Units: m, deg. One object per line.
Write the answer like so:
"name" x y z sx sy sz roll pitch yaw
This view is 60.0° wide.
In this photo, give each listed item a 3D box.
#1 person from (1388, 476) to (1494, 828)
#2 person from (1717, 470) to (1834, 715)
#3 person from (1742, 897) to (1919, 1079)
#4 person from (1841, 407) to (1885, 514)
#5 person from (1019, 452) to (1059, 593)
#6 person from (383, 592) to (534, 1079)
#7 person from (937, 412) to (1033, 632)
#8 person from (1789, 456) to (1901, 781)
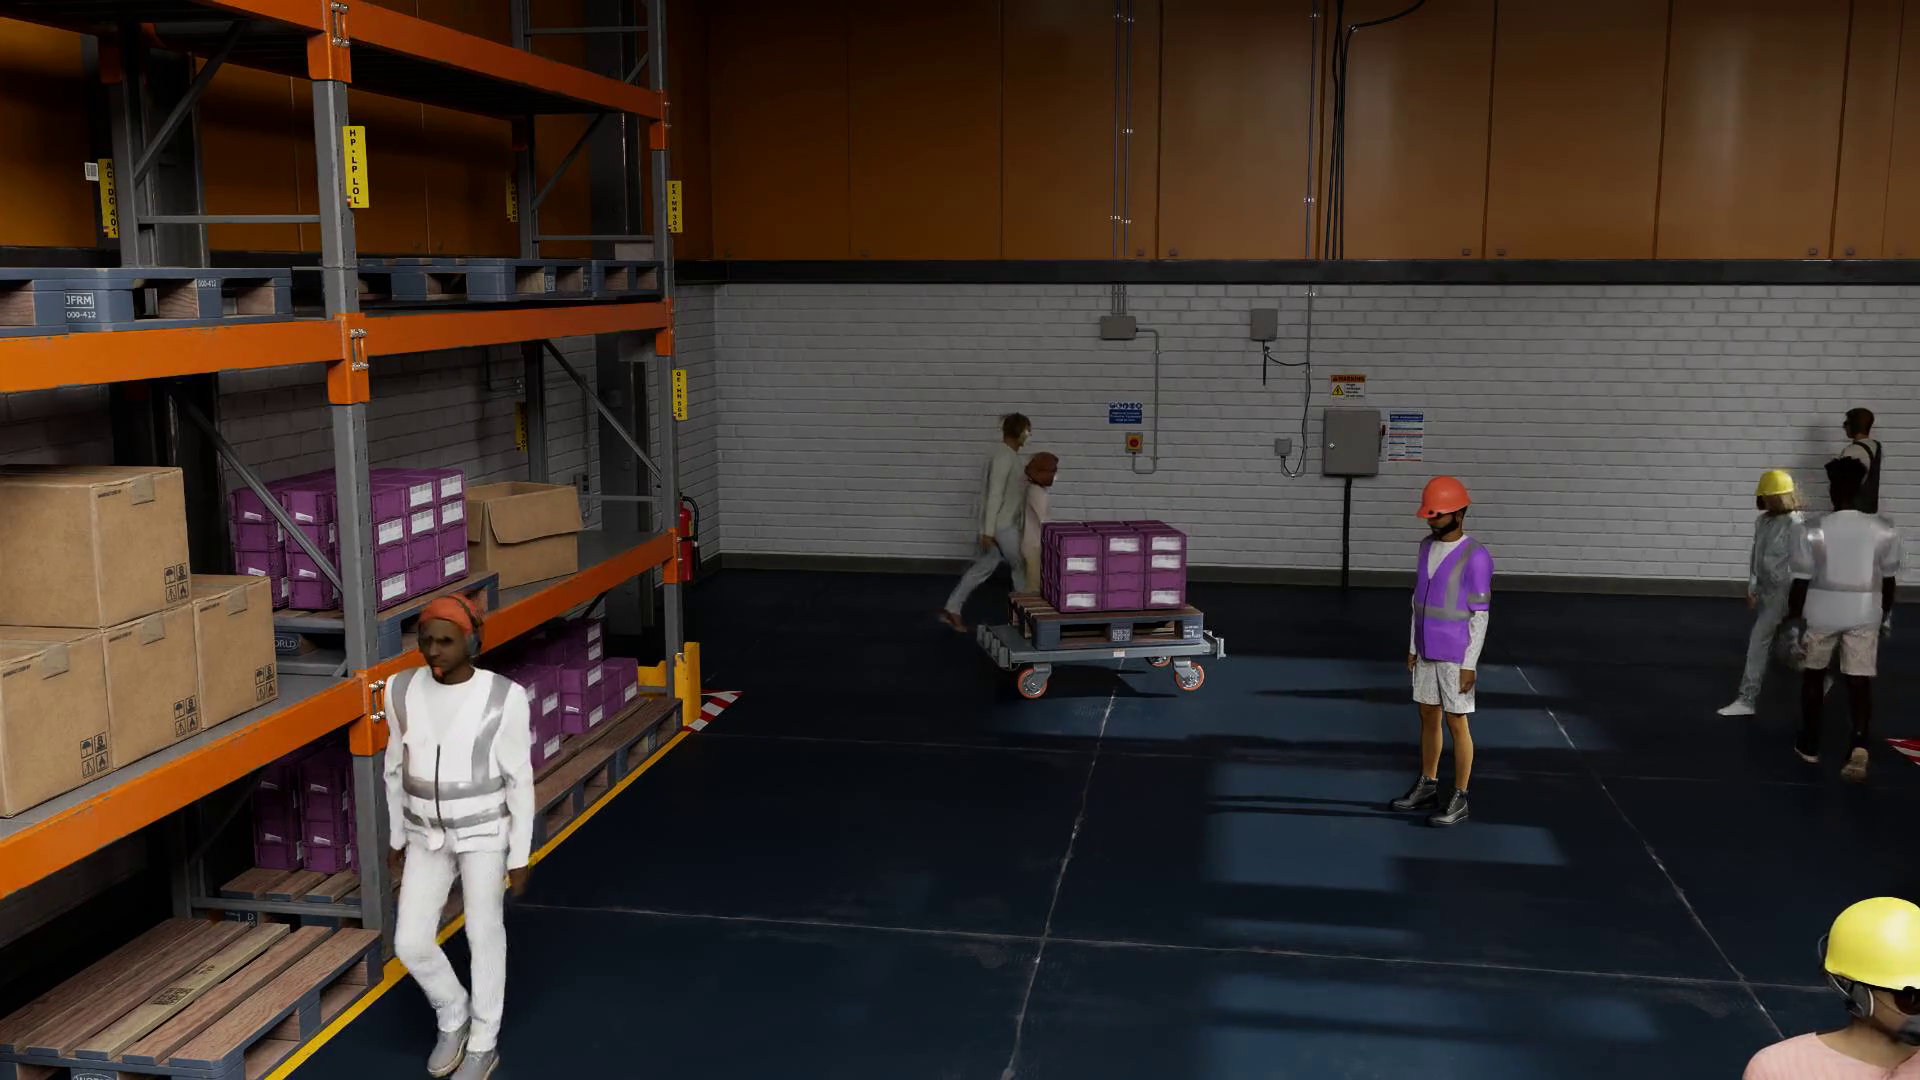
"person" 2.636 0.605 9.111 0.368 1.929 0.542 -4 10 -24
"person" 5.617 0.360 11.323 0.788 1.704 0.488 -1 9 -4
"person" 1.872 1.596 3.488 0.530 1.772 0.300 0 9 -2
"person" 7.851 -0.243 14.597 0.520 1.845 0.338 -5 11 -29
"person" 0.623 0.099 13.224 0.380 1.610 0.511 -1 9 -4
"person" -1.854 1.118 6.119 0.613 1.870 0.417 1 9 9
"person" 0.287 -0.130 13.841 1.030 1.886 0.640 0 9 3
"person" 5.303 0.461 9.986 0.615 1.937 0.844 3 10 17
